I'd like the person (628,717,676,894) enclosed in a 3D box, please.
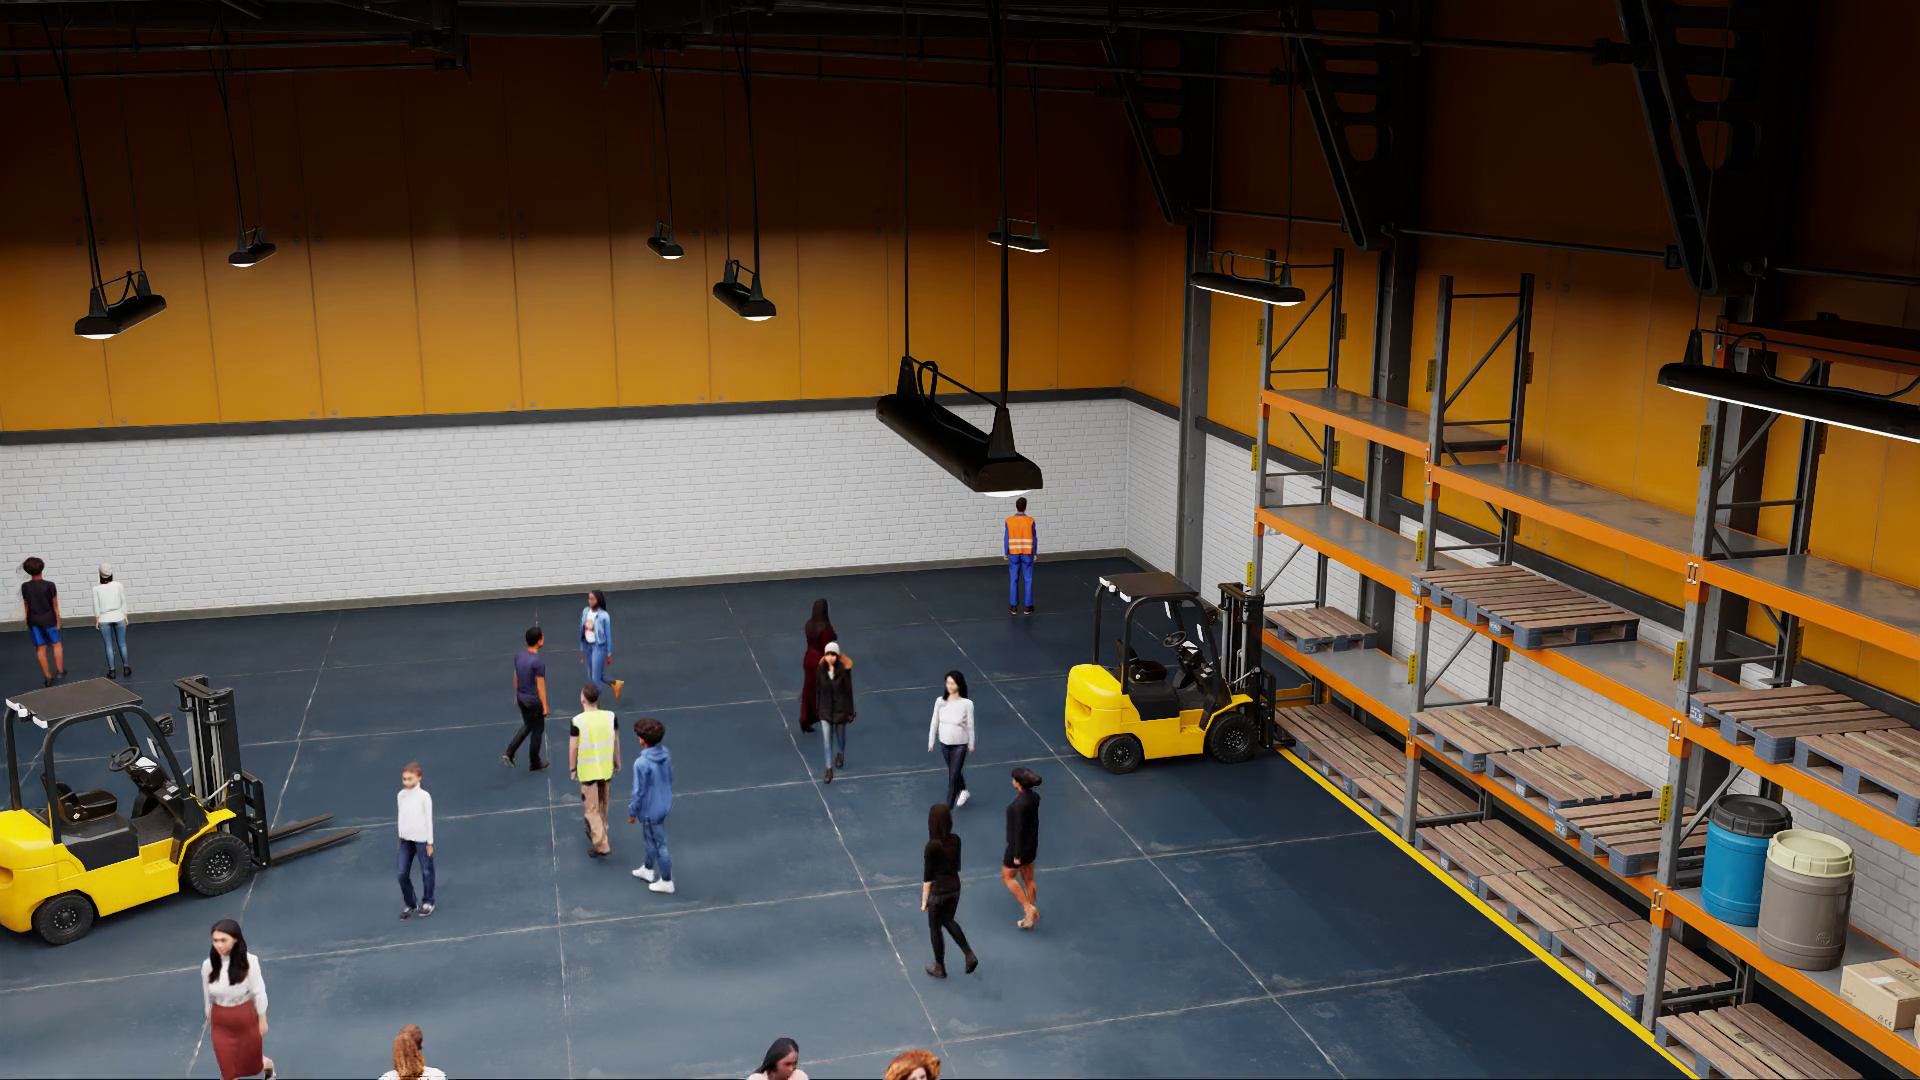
[{"bbox_3d":[-2.948,2.636,16.412,0.994,1.792,0.941,6,15,23],"label":"person"}]

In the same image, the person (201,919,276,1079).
[{"bbox_3d":[-5.379,3.629,12.438,0.739,1.734,0.988,0,14,-1],"label":"person"}]

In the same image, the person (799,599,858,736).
[{"bbox_3d":[-1.818,1.620,20.770,1.051,1.716,1.102,-13,19,-42],"label":"person"}]

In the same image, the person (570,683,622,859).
[{"bbox_3d":[-3.779,2.414,17.271,0.951,1.821,1.108,-12,18,-40],"label":"person"}]

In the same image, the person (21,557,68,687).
[{"bbox_3d":[-12.522,1.133,22.658,0.629,1.774,0.769,-5,15,-20],"label":"person"}]

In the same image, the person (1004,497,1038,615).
[{"bbox_3d":[0.961,0.234,26.181,0.765,1.864,0.741,2,14,6],"label":"person"}]

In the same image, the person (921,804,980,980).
[{"bbox_3d":[-0.094,3.146,14.661,0.783,1.626,0.902,-12,18,-41],"label":"person"}]

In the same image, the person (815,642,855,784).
[{"bbox_3d":[-1.462,1.981,19.536,0.838,1.596,1.110,1,14,4],"label":"person"}]

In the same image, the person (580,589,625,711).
[{"bbox_3d":[-4.646,1.446,21.538,1.021,1.694,1.054,9,16,31],"label":"person"}]

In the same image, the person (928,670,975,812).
[{"bbox_3d":[-0.033,2.242,18.331,1.086,1.655,1.204,6,15,24],"label":"person"}]

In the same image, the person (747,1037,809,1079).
[{"bbox_3d":[-1.263,4.006,10.956,0.741,1.699,0.685,-6,15,-23],"label":"person"}]

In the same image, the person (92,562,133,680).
[{"bbox_3d":[-11.770,1.098,23.079,0.629,1.645,0.607,-9,16,-34],"label":"person"}]

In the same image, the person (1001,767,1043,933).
[{"bbox_3d":[0.657,2.925,15.561,0.775,1.631,0.716,8,16,30],"label":"person"}]

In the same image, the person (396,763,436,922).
[{"bbox_3d":[-5.194,2.854,16.032,0.658,1.548,0.741,2,14,8],"label":"person"}]

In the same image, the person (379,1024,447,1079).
[{"bbox_3d":[-3.556,4.040,10.884,0.701,1.666,1.165,-2,14,-9],"label":"person"}]

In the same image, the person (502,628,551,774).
[{"bbox_3d":[-5.090,1.912,19.455,0.937,1.768,0.985,8,16,31],"label":"person"}]

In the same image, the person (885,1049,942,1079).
[{"bbox_3d":[-0.288,4.053,10.780,0.801,1.689,1.073,-7,15,-28],"label":"person"}]
